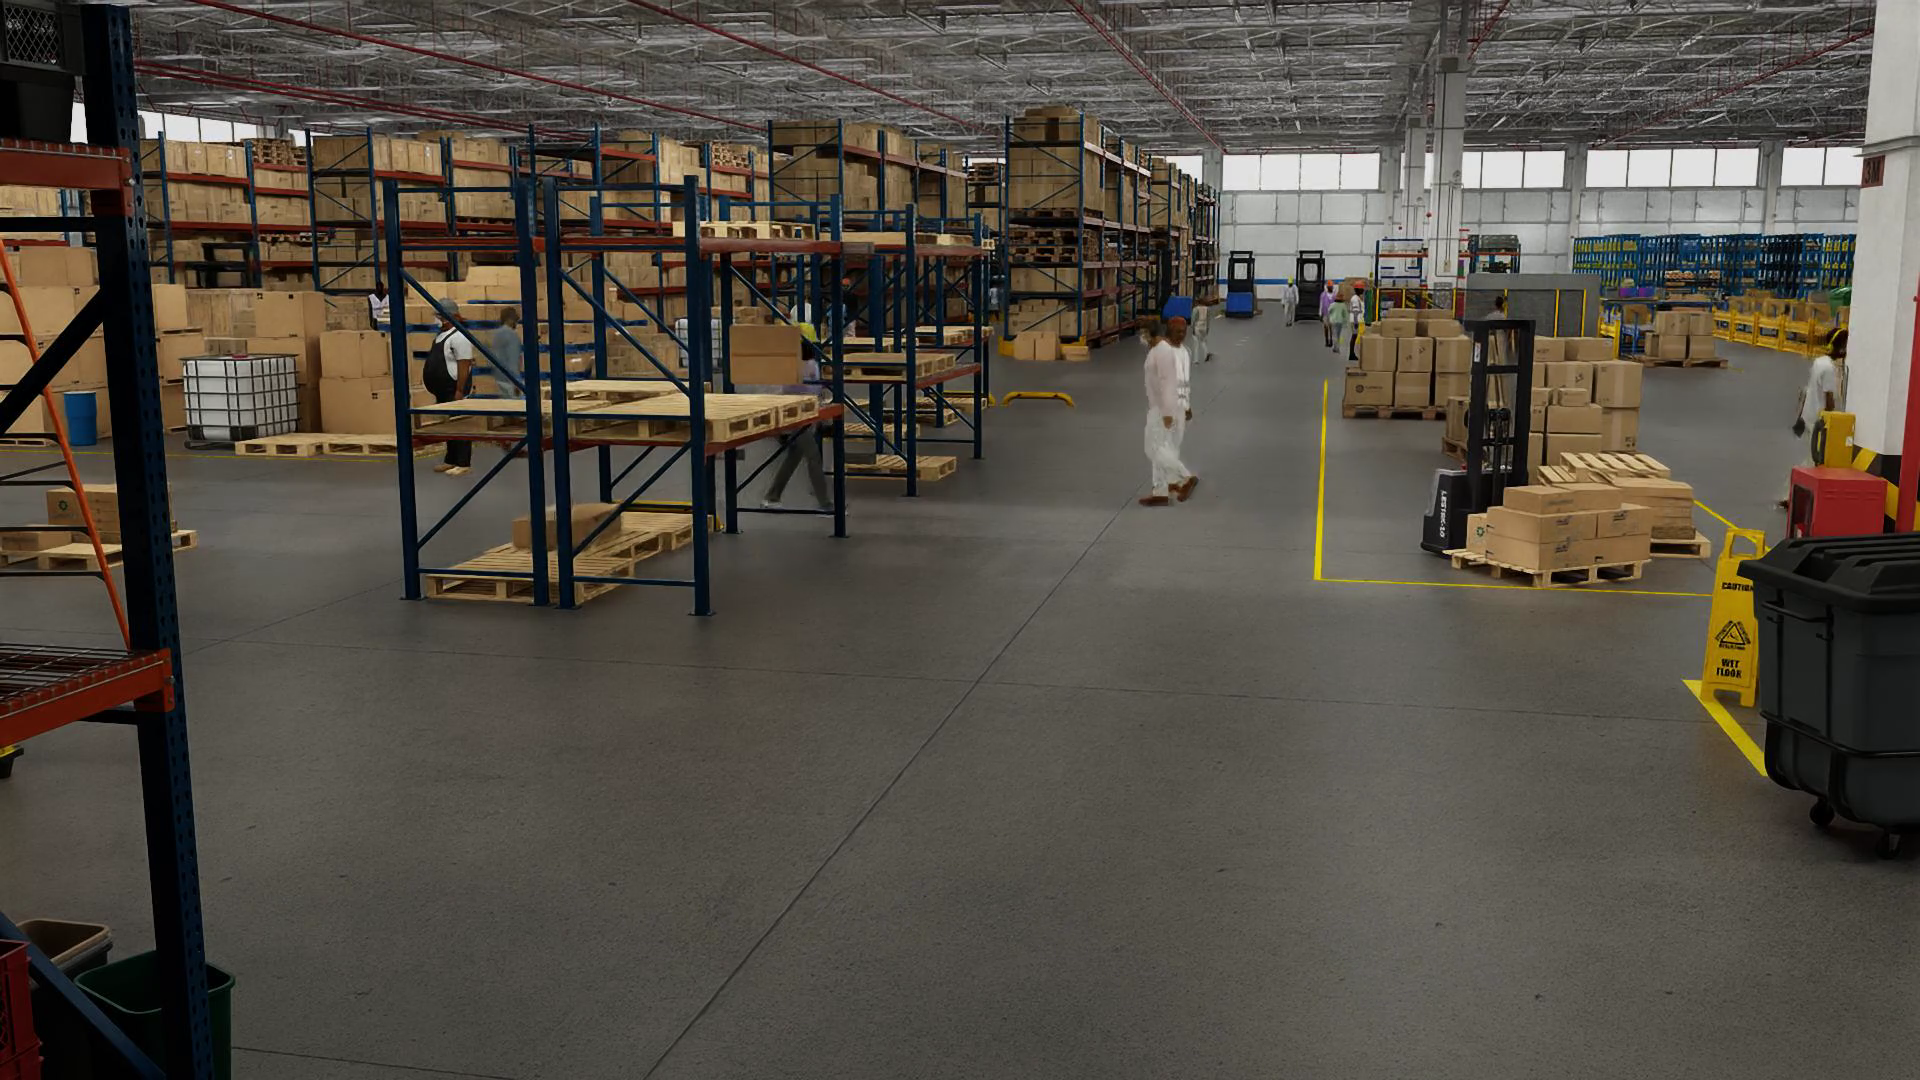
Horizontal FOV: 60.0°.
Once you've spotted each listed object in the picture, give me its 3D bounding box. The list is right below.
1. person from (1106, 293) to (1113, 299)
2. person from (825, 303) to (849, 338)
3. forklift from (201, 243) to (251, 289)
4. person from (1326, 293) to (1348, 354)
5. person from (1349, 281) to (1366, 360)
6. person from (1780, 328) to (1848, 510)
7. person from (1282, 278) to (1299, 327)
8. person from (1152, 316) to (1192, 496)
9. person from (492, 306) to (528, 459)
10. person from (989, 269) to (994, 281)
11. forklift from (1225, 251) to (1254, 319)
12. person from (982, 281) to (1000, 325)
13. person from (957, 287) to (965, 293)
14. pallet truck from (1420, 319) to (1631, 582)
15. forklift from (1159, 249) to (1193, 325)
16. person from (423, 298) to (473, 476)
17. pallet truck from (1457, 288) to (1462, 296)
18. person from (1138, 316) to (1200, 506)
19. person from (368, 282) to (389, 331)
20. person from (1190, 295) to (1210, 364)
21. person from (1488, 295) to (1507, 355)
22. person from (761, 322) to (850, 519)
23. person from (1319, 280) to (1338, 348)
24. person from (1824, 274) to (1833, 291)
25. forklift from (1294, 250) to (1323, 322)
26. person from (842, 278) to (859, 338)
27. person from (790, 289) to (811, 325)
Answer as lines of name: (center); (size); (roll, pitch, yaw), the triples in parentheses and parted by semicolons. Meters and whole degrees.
person: (5.476, -8.557, 60.220); (0.525, 1.747, 0.539); (2, 10, 13)
person: (-2.988, -5.176, 40.402); (0.581, 1.694, 0.319); (-3, 10, -15)
forklift: (-15.726, -5.007, 35.859); (1.129, 2.768, 1.873); (0, 10, -2)
person: (9.924, -5.684, 43.683); (0.505, 1.588, 0.862); (-1, 10, -5)
person: (9.759, -5.378, 40.840); (0.375, 1.935, 0.551); (2, 10, 14)
person: (8.254, -1.125, 15.974); (0.456, 1.829, 0.564); (3, 10, 15)
person: (12.167, -8.745, 61.241); (0.595, 1.794, 0.918); (1, 10, 8)
person: (2.231, -1.402, 17.454); (0.337, 1.881, 0.585); (9, 13, 43)
person: (-5.577, -1.946, 20.643); (0.445, 1.896, 0.680); (-7, 12, -35)
person: (1.772, -14.471, 94.767); (0.486, 1.909, 0.557); (2, 10, 11)
forklift: (11.690, -10.658, 69.320); (1.129, 2.768, 1.873); (2, 10, 12)
person: (1.167, -8.979, 62.998); (0.873, 1.651, 0.541); (8, 12, 38)
person: (-0.021, -8.719, 60.908); (0.626, 1.844, 0.429); (4, 10, 24)
pallet truck: (4.543, -0.757, 13.299); (0.823, 1.965, 1.885); (-4, 10, -22)
forklift: (7.646, -9.320, 61.395); (1.873, 2.768, 1.129); (2, 10, 11)
person: (-5.885, -1.761, 19.114); (0.537, 2.000, 0.680); (-7, 12, -35)
pallet truck: (20.506, -9.785, 68.819); (0.653, 1.274, 1.630); (2, 10, 12)
person: (2.045, -1.278, 16.650); (0.554, 1.904, 0.671); (0, 10, -1)
person: (-14.568, -5.534, 41.853); (0.587, 1.911, 0.397); (-5, 11, -28)
person: (5.703, -4.988, 39.423); (0.533, 1.625, 0.414); (-6, 11, -31)
person: (9.673, -3.531, 30.235); (0.906, 1.838, 0.527); (-3, 10, -17)
person: (-1.532, -1.144, 15.959); (0.980, 1.887, 0.597); (3, 10, 20)
person: (10.406, -6.367, 46.861); (0.564, 1.888, 0.986); (2, 10, 12)
person: (41.819, -11.932, 80.073); (0.418, 1.794, 0.613); (0, 10, -3)
forklift: (13.778, -10.002, 65.433); (1.129, 2.768, 1.873); (2, 10, 12)
person: (-2.826, -5.532, 41.580); (0.610, 1.996, 0.378); (-3, 10, -15)
person: (-2.808, -3.620, 30.441); (0.629, 1.936, 0.373); (6, 11, 30)
